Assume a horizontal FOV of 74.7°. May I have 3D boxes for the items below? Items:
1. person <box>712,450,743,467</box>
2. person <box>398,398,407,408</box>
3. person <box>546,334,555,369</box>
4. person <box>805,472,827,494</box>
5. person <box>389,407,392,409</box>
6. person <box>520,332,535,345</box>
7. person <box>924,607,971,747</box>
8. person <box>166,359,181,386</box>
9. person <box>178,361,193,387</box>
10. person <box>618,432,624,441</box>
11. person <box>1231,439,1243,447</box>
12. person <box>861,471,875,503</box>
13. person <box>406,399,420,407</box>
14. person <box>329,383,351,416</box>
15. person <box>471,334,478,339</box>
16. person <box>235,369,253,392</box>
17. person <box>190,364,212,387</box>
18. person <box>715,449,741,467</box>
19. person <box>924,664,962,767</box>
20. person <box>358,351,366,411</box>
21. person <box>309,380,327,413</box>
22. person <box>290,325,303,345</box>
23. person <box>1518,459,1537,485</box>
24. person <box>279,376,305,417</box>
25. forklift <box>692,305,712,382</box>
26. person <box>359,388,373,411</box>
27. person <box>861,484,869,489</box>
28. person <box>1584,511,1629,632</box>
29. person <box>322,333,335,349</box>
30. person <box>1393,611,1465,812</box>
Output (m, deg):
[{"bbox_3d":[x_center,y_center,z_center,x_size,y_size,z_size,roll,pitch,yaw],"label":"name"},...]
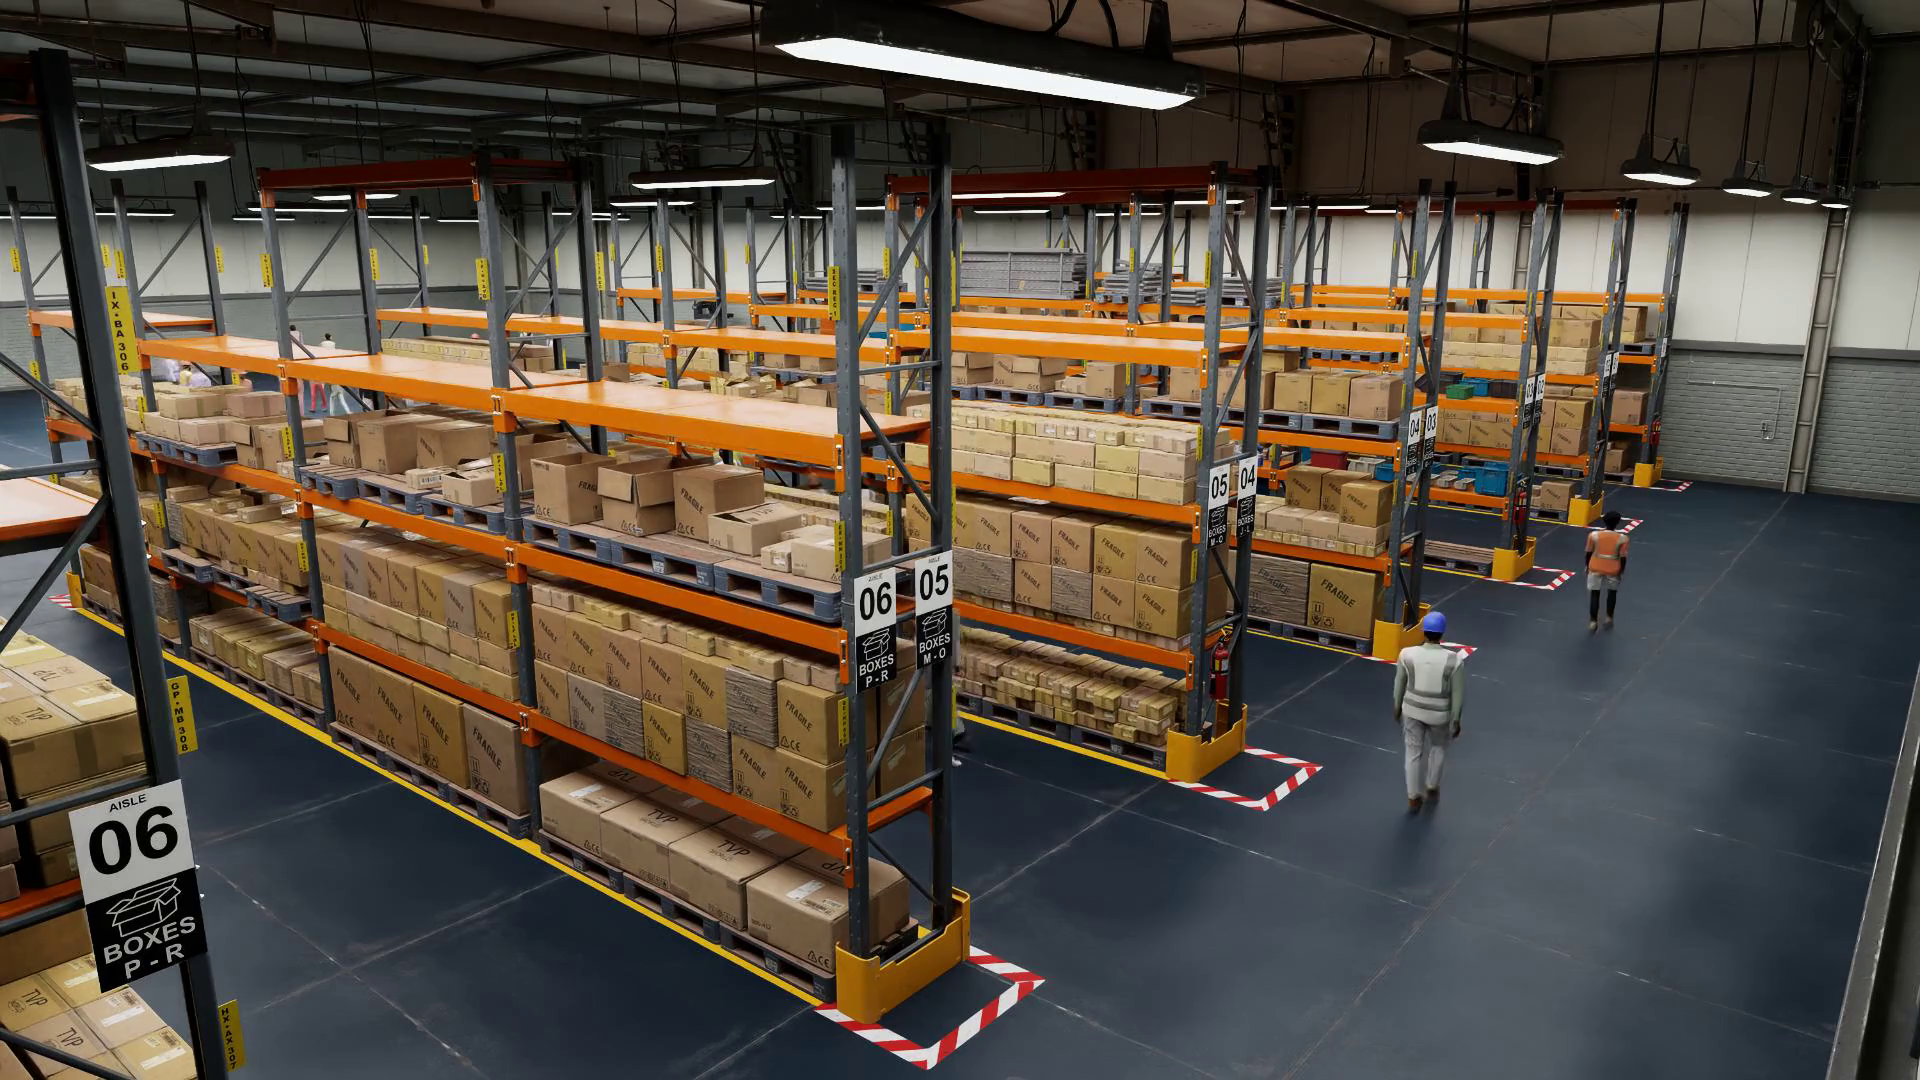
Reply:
[{"bbox_3d":[-4.339,-1.028,23.065,0.637,1.808,0.824,-13,19,-42],"label":"person"},{"bbox_3d":[-15.413,-3.949,34.893,0.594,1.917,0.524,-4,14,-18],"label":"person"},{"bbox_3d":[-16.547,-7.911,51.110,0.406,1.945,0.615,8,16,31],"label":"person"},{"bbox_3d":[-2.330,-0.296,20.484,0.622,1.610,0.505,12,18,42],"label":"person"},{"bbox_3d":[-16.642,-4.184,36.423,0.479,1.624,0.548,10,17,35],"label":"person"},{"bbox_3d":[-17.471,-7.784,50.890,0.511,1.817,0.793,-7,15,-26],"label":"person"},{"bbox_3d":[-0.196,1.307,13.512,0.878,1.800,0.583,9,16,33],"label":"person"},{"bbox_3d":[-24.575,-5.082,39.565,0.798,1.893,0.605,-2,14,-8],"label":"person"},{"bbox_3d":[-21.869,-4.178,35.868,0.550,1.899,0.823,4,14,16],"label":"person"},{"bbox_3d":[-8.904,-3.476,33.192,0.596,1.796,0.866,-3,14,-12],"label":"person"},{"bbox_3d":[5.857,-1.786,26.233,0.903,1.799,0.583,7,15,28],"label":"person"},{"bbox_3d":[-1.578,-0.131,19.033,0.628,1.989,1.042,-12,18,-40],"label":"person"},{"bbox_3d":[-14.442,-3.464,33.335,0.494,1.702,0.891,4,14,15],"label":"person"},{"bbox_3d":[-18.157,-4.348,36.726,0.971,1.827,0.532,8,16,29],"label":"person"},{"bbox_3d":[-17.369,-6.435,45.131,0.564,1.901,0.853,-10,17,-37],"label":"person"},{"bbox_3d":[-18.981,-3.611,33.356,0.478,1.978,0.631,7,16,28],"label":"person"},{"bbox_3d":[-21.012,-3.977,35.131,0.698,1.850,0.896,3,14,10],"label":"person"},{"bbox_3d":[-4.021,-0.742,21.761,0.355,1.882,0.576,10,17,36],"label":"person"},{"bbox_3d":[-0.339,1.509,13.126,0.504,1.581,0.875,-13,18,-42],"label":"person"},{"bbox_3d":[-18.378,-4.883,38.778,0.657,1.886,0.722,-2,14,-7],"label":"person"},{"bbox_3d":[-19.775,-4.777,38.685,0.539,1.719,0.889,-1,14,-4],"label":"person"},{"bbox_3d":[-26.613,-7.686,50.418,0.621,1.840,0.430,-13,19,-43],"label":"person"},{"bbox_3d":[11.679,-1.797,26.071,0.637,1.902,1.002,-11,17,-38],"label":"person"},{"bbox_3d":[-19.074,-4.192,35.962,0.709,1.887,0.652,8,16,30],"label":"person"},{"bbox_3d":[-9.511,-7.392,47.124,1.873,2.768,1.129,11,17,38],"label":"forklift"},{"bbox_3d":[-16.233,-3.950,34.717,0.610,1.996,0.384,-10,17,-34],"label":"person"},{"bbox_3d":[-1.900,-1.417,24.304,0.619,1.990,0.395,-9,17,-34],"label":"person"},{"bbox_3d":[8.952,0.406,17.477,0.541,1.670,0.715,8,16,29],"label":"person"},{"bbox_3d":[-23.092,-6.668,46.211,0.530,1.851,0.653,-2,14,-7],"label":"person"},{"bbox_3d":[4.469,1.601,12.018,0.645,1.924,0.684,7,15,27],"label":"person"}]
